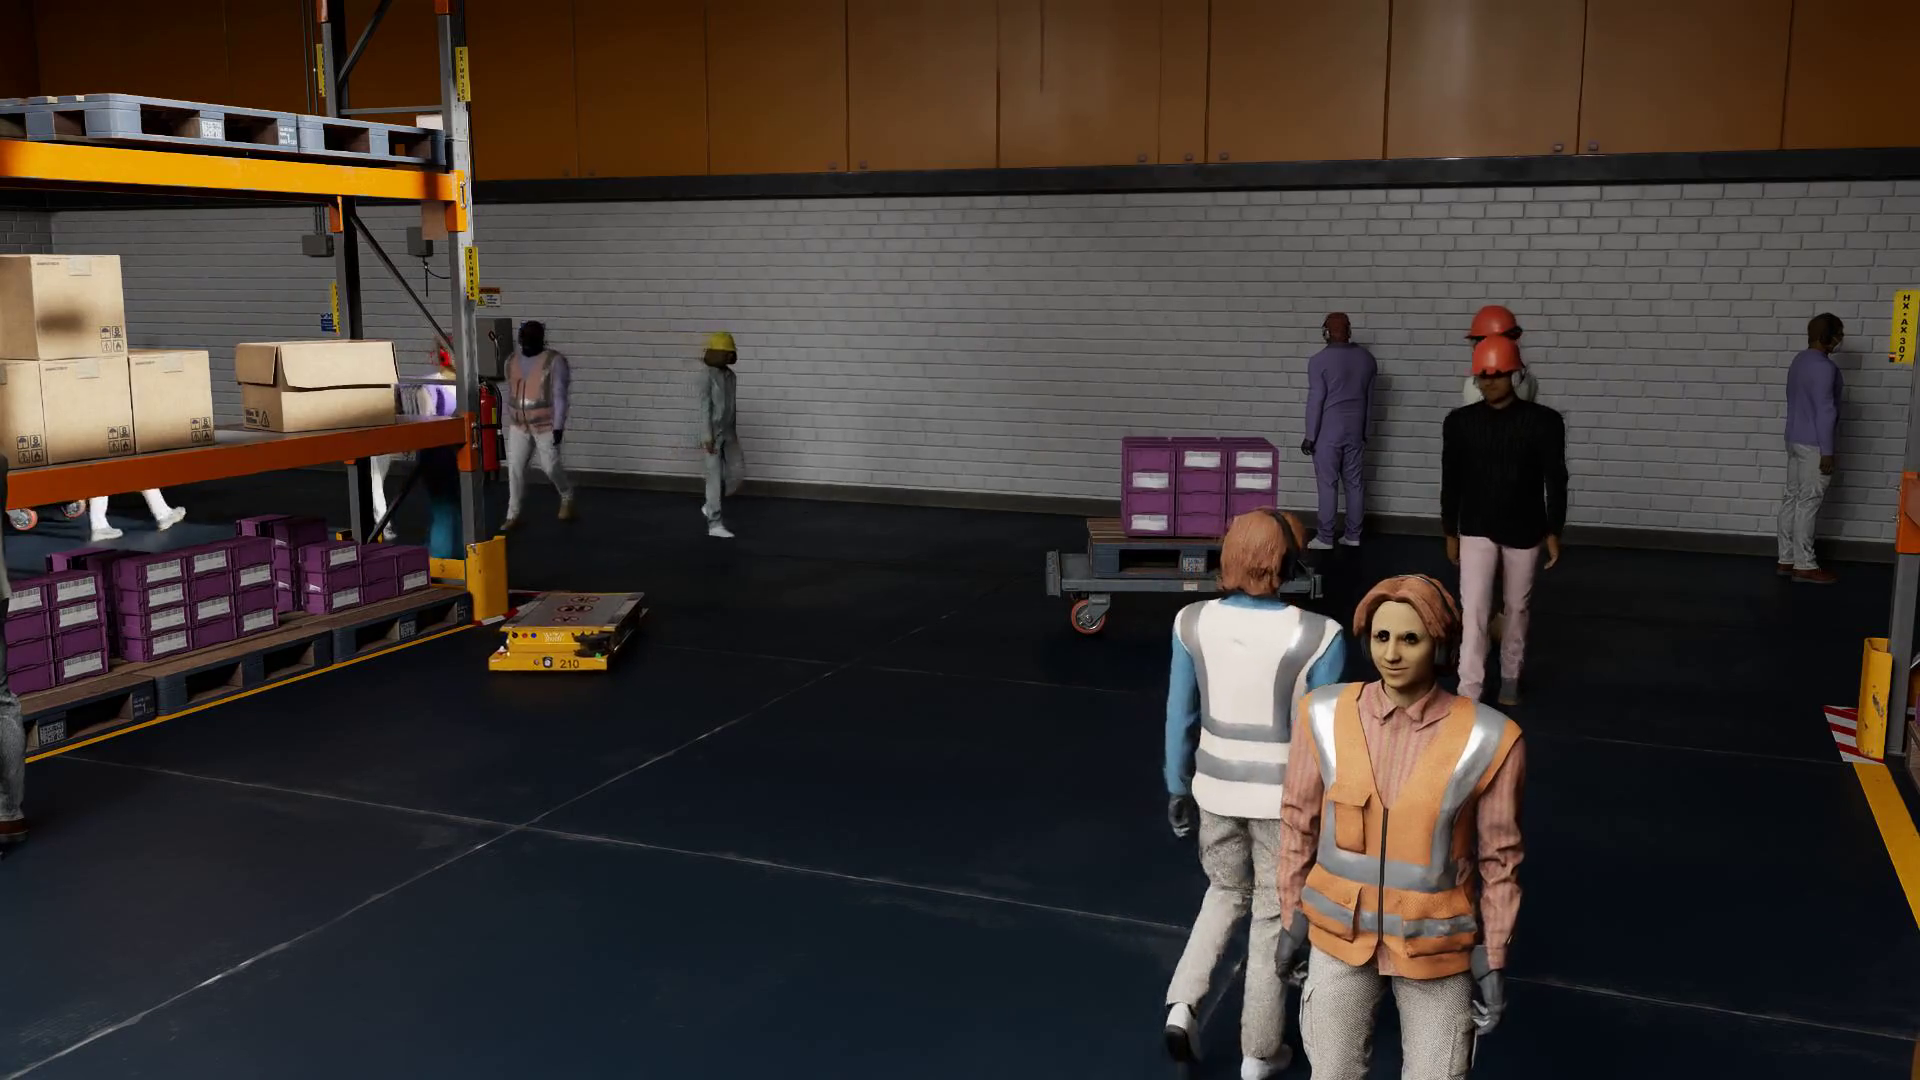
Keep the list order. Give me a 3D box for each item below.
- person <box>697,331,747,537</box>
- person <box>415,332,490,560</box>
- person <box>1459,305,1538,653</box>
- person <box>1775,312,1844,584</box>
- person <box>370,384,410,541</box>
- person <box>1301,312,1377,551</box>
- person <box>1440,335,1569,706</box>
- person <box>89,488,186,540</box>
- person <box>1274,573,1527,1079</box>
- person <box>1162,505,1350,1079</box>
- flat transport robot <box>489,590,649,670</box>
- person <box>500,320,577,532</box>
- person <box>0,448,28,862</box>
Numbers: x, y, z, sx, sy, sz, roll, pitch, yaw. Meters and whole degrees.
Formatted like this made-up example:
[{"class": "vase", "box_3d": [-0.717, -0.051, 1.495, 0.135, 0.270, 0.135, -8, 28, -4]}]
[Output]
[{"class": "person", "box_3d": [-2.015, -0.879, 13.927, 0.388, 1.729, 0.489, 6, 11, 30]}, {"class": "person", "box_3d": [-3.409, -0.473, 11.130, 0.442, 1.830, 0.561, 4, 10, 25]}, {"class": "person", "box_3d": [3.117, -0.357, 9.815, 0.617, 2.036, 0.392, -7, 12, -38]}, {"class": "person", "box_3d": [6.144, -0.665, 11.984, 0.372, 1.938, 0.630, 1, 9, 6]}, {"class": "person", "box_3d": [-4.929, -0.824, 13.985, 0.529, 1.590, 0.842, -8, 12, -41]}, {"class": "person", "box_3d": [2.996, -0.860, 13.282, 0.637, 1.901, 0.403, -4, 10, -25]}, {"class": "person", "box_3d": [2.697, -0.049, 8.304, 0.618, 1.938, 1.067, 4, 10, 22]}, {"class": "person", "box_3d": [-7.027, -0.953, 14.006, 0.589, 1.841, 0.945, 3, 10, 17]}, {"class": "person", "box_3d": [0.920, 0.875, 3.545, 0.512, 1.642, 0.311, 5, 10, 26]}, {"class": "person", "box_3d": [0.804, 0.719, 4.538, 0.519, 1.628, 0.411, 7, 12, 37]}, {"class": "flat transport robot", "box_3d": [-2.287, 0.517, 9.862, 0.652, 0.197, 1.431, 0, 9, -1]}, {"class": "person", "box_3d": [-3.651, -1.001, 14.430, 0.643, 1.814, 0.800, 2, 10, 11]}, {"class": "person", "box_3d": [-3.808, 0.273, 6.300, 0.371, 1.940, 0.630, -1, 9, -6]}]
